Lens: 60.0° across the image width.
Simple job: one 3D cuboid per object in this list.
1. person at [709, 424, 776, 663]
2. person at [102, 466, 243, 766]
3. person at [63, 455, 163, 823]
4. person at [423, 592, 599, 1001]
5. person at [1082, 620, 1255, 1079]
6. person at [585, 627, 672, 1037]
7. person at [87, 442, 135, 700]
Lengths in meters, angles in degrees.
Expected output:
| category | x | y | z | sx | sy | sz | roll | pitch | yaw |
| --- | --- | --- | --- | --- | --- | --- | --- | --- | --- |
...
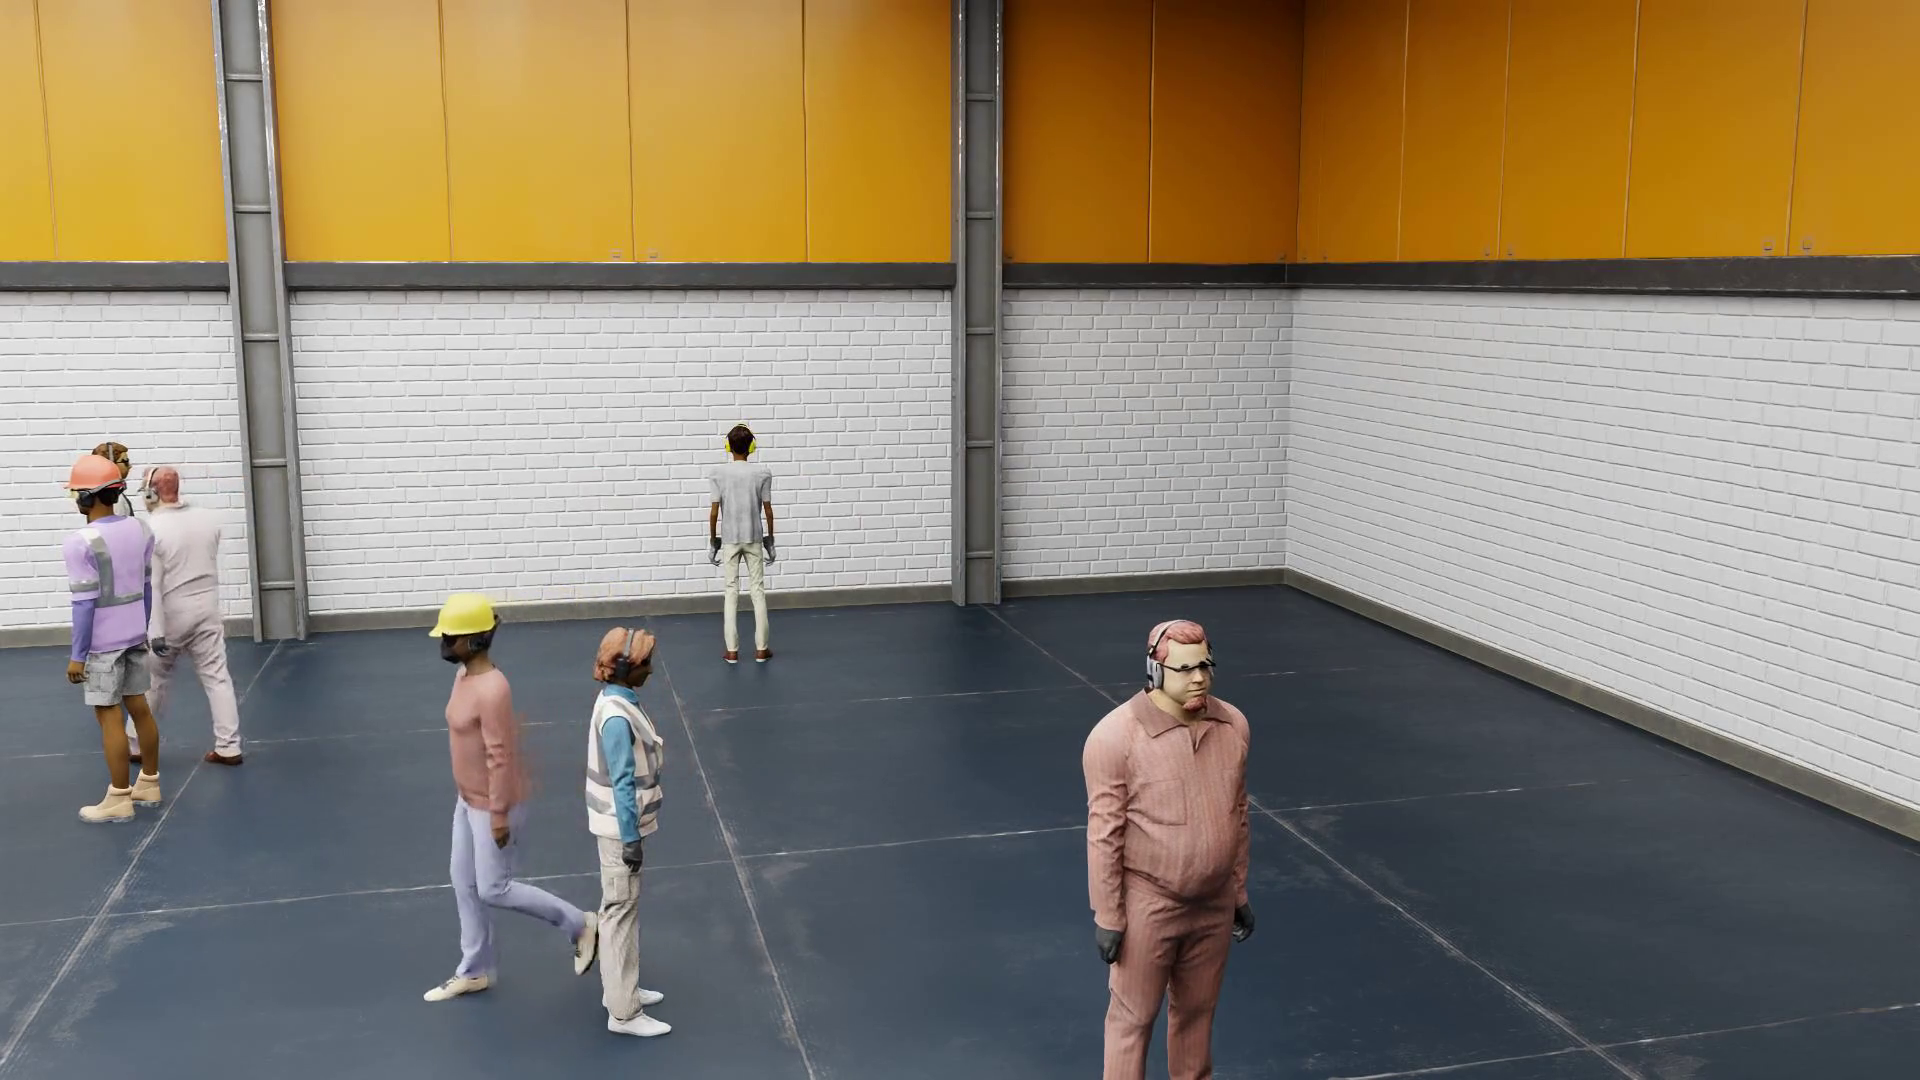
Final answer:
| category | x | y | z | sx | sy | sz | roll | pitch | yaw |
| --- | --- | --- | --- | --- | --- | --- | --- | --- | --- |
| person | -1.704 | 0.029 | 12.997 | 0.521 | 1.870 | 0.319 | -1 | 9 | -6 |
| person | -4.873 | 0.474 | 10.252 | 0.958 | 1.864 | 0.667 | 4 | 10 | 23 |
| person | -4.722 | 0.545 | 9.230 | 0.370 | 2.044 | 0.608 | 2 | 9 | 10 |
| person | -1.897 | 1.066 | 6.934 | 0.645 | 1.750 | 0.527 | -5 | 10 | -29 |
| person | 0.723 | 1.204 | 5.546 | 0.642 | 1.909 | 0.408 | -5 | 10 | -29 |
| person | -1.342 | 1.156 | 6.676 | 0.309 | 1.640 | 0.513 | -2 | 9 | -14 |
| person | -6.027 | 0.216 | 11.899 | 0.332 | 1.844 | 0.517 | -9 | 13 | -43 |
